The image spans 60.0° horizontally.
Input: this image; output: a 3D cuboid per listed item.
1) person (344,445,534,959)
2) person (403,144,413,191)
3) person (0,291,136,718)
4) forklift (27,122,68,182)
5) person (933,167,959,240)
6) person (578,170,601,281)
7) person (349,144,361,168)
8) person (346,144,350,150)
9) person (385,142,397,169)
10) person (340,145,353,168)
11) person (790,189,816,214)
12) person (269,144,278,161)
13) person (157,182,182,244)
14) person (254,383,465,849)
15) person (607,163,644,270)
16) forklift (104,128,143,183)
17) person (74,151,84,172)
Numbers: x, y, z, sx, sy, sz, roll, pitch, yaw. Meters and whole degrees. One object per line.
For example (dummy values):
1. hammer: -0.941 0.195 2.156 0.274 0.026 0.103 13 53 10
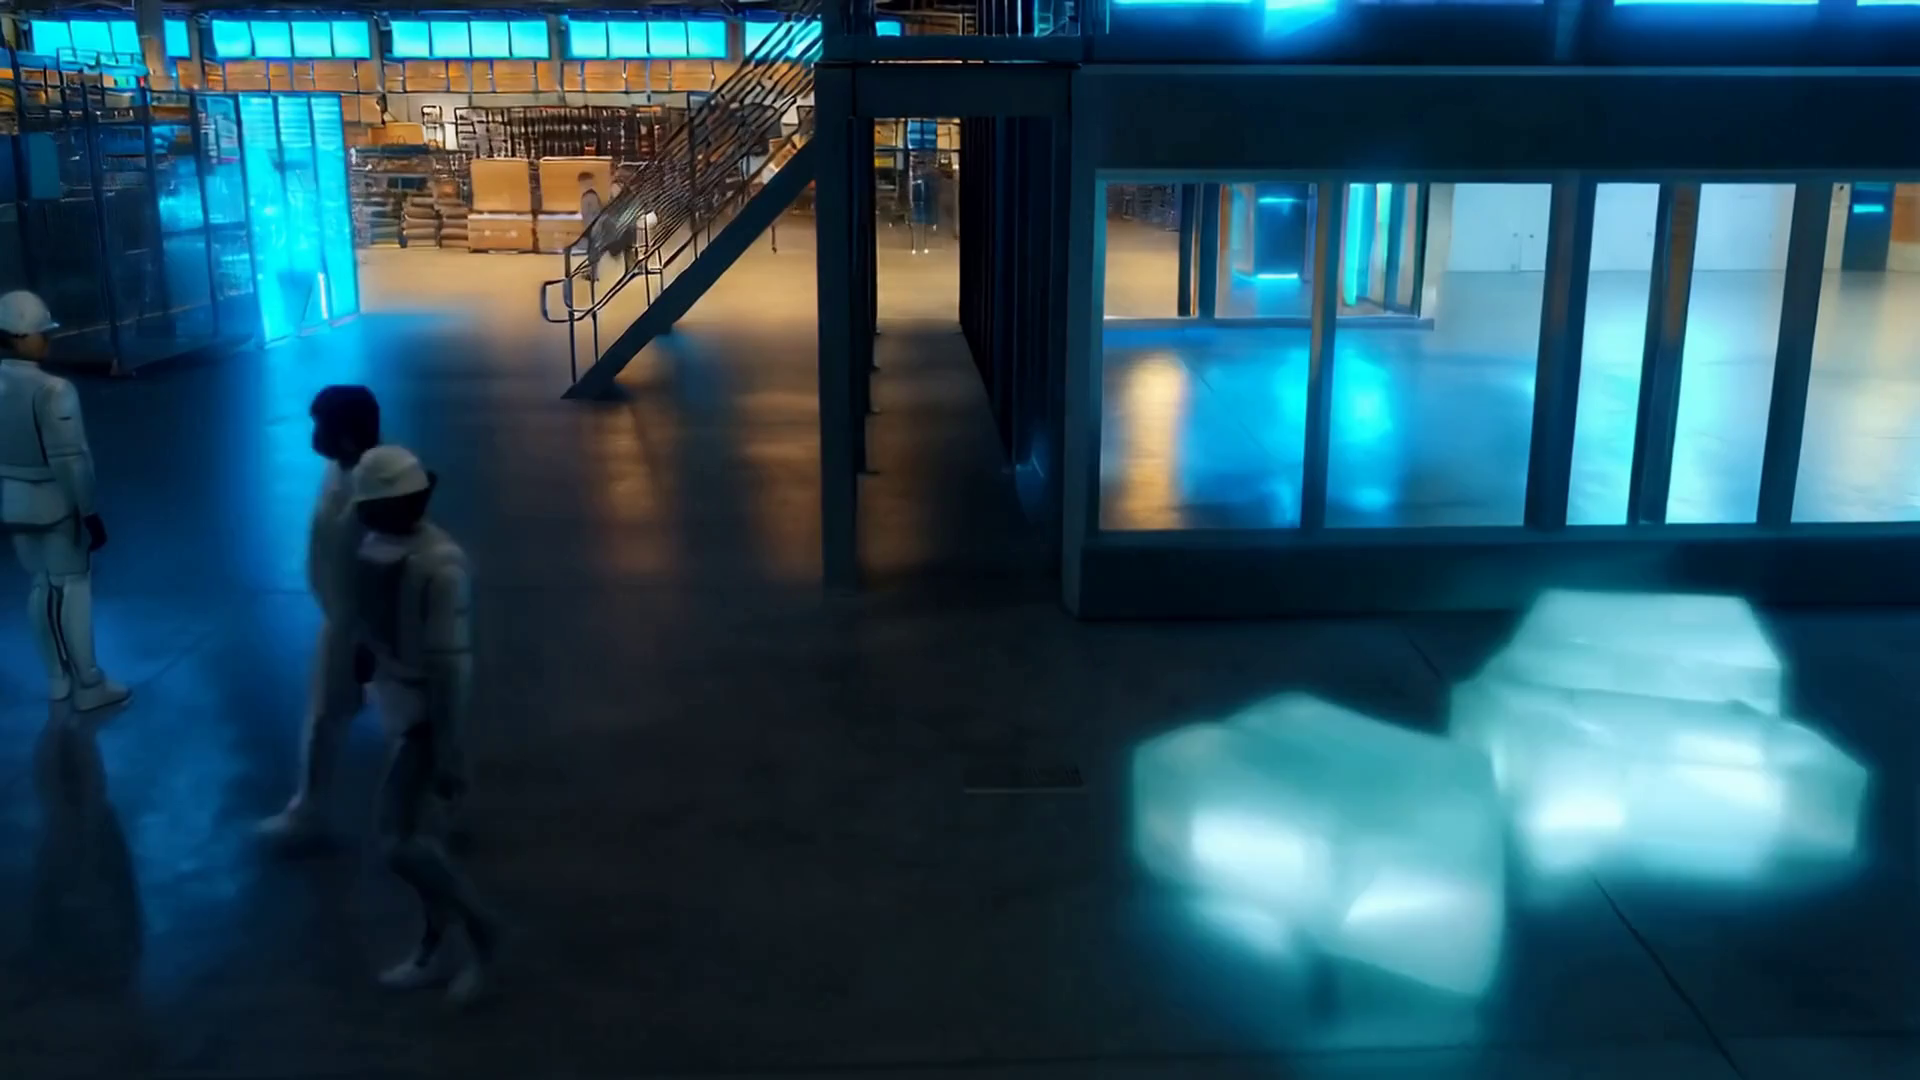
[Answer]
1. person: -1.734 0.544 5.446 0.425 1.750 0.540 -12 18 -39
2. person: -22.377 -15.064 67.427 0.390 1.949 0.602 -9 16 -31
3. person: -4.250 -0.148 7.720 0.612 1.995 0.376 3 14 13
4. forklift: -35.376 -14.773 64.377 1.129 2.768 1.873 -1 14 -2
5. person: -0.257 -8.095 40.014 0.746 1.740 0.523 3 14 11
6. person: -6.585 -5.586 29.571 0.359 1.939 0.543 -2 14 -8
7. person: -29.122 -18.162 80.087 0.516 1.810 0.567 11 18 38
8. person: -32.396 -20.115 88.079 0.395 1.723 0.550 13 19 42
9. person: -28.368 -18.920 82.996 0.641 1.878 0.836 -11 18 -38
10. person: -27.432 -16.760 74.450 0.600 1.827 0.403 2 14 6
11. person: -4.925 -11.023 51.547 0.965 1.820 0.506 10 17 35
12. person: -34.931 -19.203 84.406 0.395 1.731 0.571 10 17 34
13. person: -11.717 -4.240 24.244 0.731 1.912 0.612 -7 15 -25
14. person: -2.309 0.324 6.213 0.863 1.806 0.656 -10 17 -34
15. person: -6.433 -6.186 31.762 0.781 2.000 0.691 3 14 13
16. forklift: -37.981 -17.535 75.417 1.129 2.768 1.873 -1 14 -2
17. person: -35.162 -14.716 66.607 0.838 1.652 0.546 -2 14 -7
